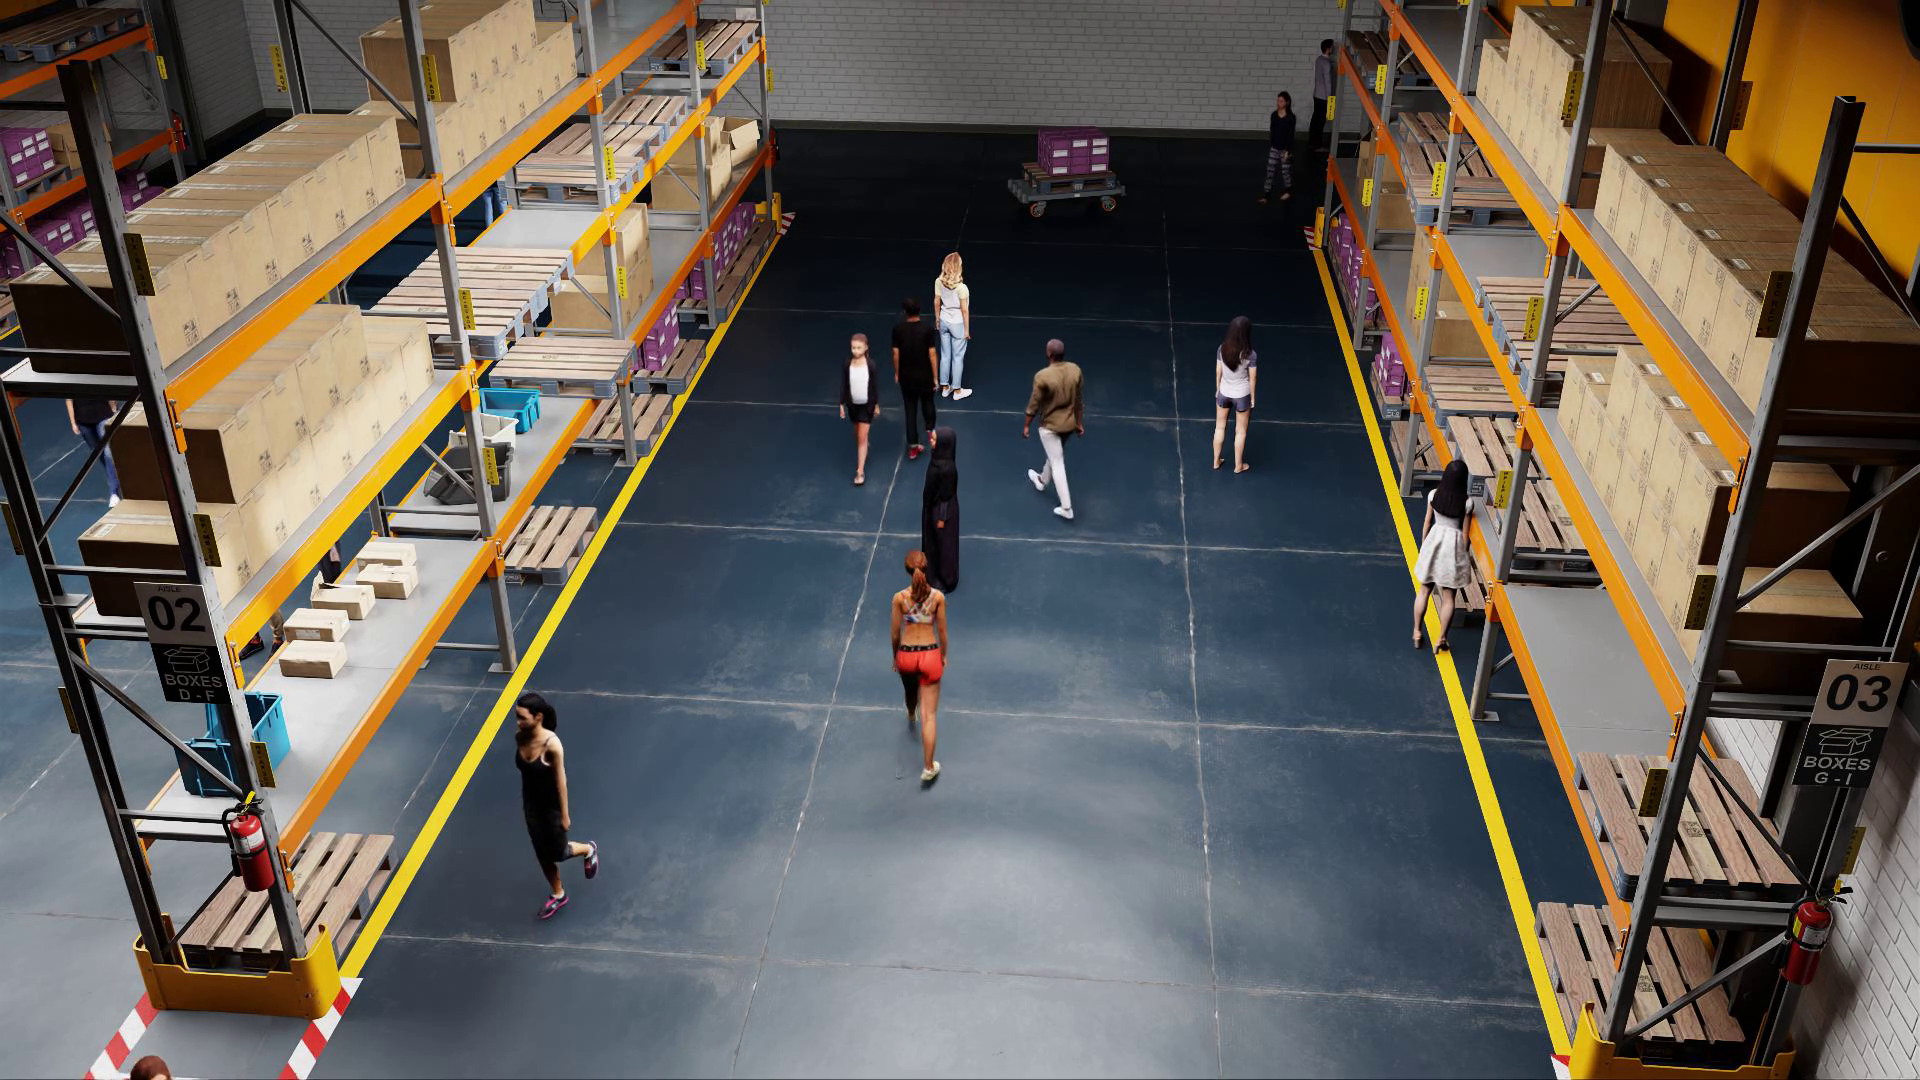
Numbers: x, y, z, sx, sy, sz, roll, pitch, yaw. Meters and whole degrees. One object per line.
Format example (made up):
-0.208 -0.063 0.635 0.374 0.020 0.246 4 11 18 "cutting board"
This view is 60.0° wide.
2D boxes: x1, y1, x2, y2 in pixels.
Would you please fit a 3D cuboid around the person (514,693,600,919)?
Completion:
-2.725 1.750 11.235 0.756 1.710 0.903 15 32 26 "person"

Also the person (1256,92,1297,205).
4.974 -5.982 25.434 1.010 1.687 1.157 22 36 35 "person"

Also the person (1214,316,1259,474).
2.843 -1.517 17.228 0.671 1.706 0.663 16 32 26 "person"

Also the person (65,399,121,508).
-8.694 -1.226 16.725 0.853 1.677 1.181 -8 30 -15 "person"

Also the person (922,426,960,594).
-0.165 -0.299 15.092 0.710 1.614 0.598 -4 29 -8 "person"

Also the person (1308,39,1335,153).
6.114 -7.516 28.073 0.796 1.853 0.614 -5 29 -9 "person"

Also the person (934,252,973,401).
-0.081 -2.435 18.893 0.714 1.722 0.724 20 34 32 "person"

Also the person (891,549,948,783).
-0.314 1.005 12.608 0.695 1.702 1.271 0 29 1 "person"

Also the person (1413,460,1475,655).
4.114 0.137 14.130 0.774 1.769 0.797 18 33 30 "person"

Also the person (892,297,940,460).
-0.486 -1.668 17.490 0.716 1.720 0.939 6 29 10 "person"

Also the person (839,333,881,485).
-1.022 -1.434 17.264 0.606 1.526 1.054 5 29 9 "person"

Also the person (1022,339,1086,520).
0.990 -1.059 16.306 1.167 1.784 1.295 -16 33 -27 "person"
